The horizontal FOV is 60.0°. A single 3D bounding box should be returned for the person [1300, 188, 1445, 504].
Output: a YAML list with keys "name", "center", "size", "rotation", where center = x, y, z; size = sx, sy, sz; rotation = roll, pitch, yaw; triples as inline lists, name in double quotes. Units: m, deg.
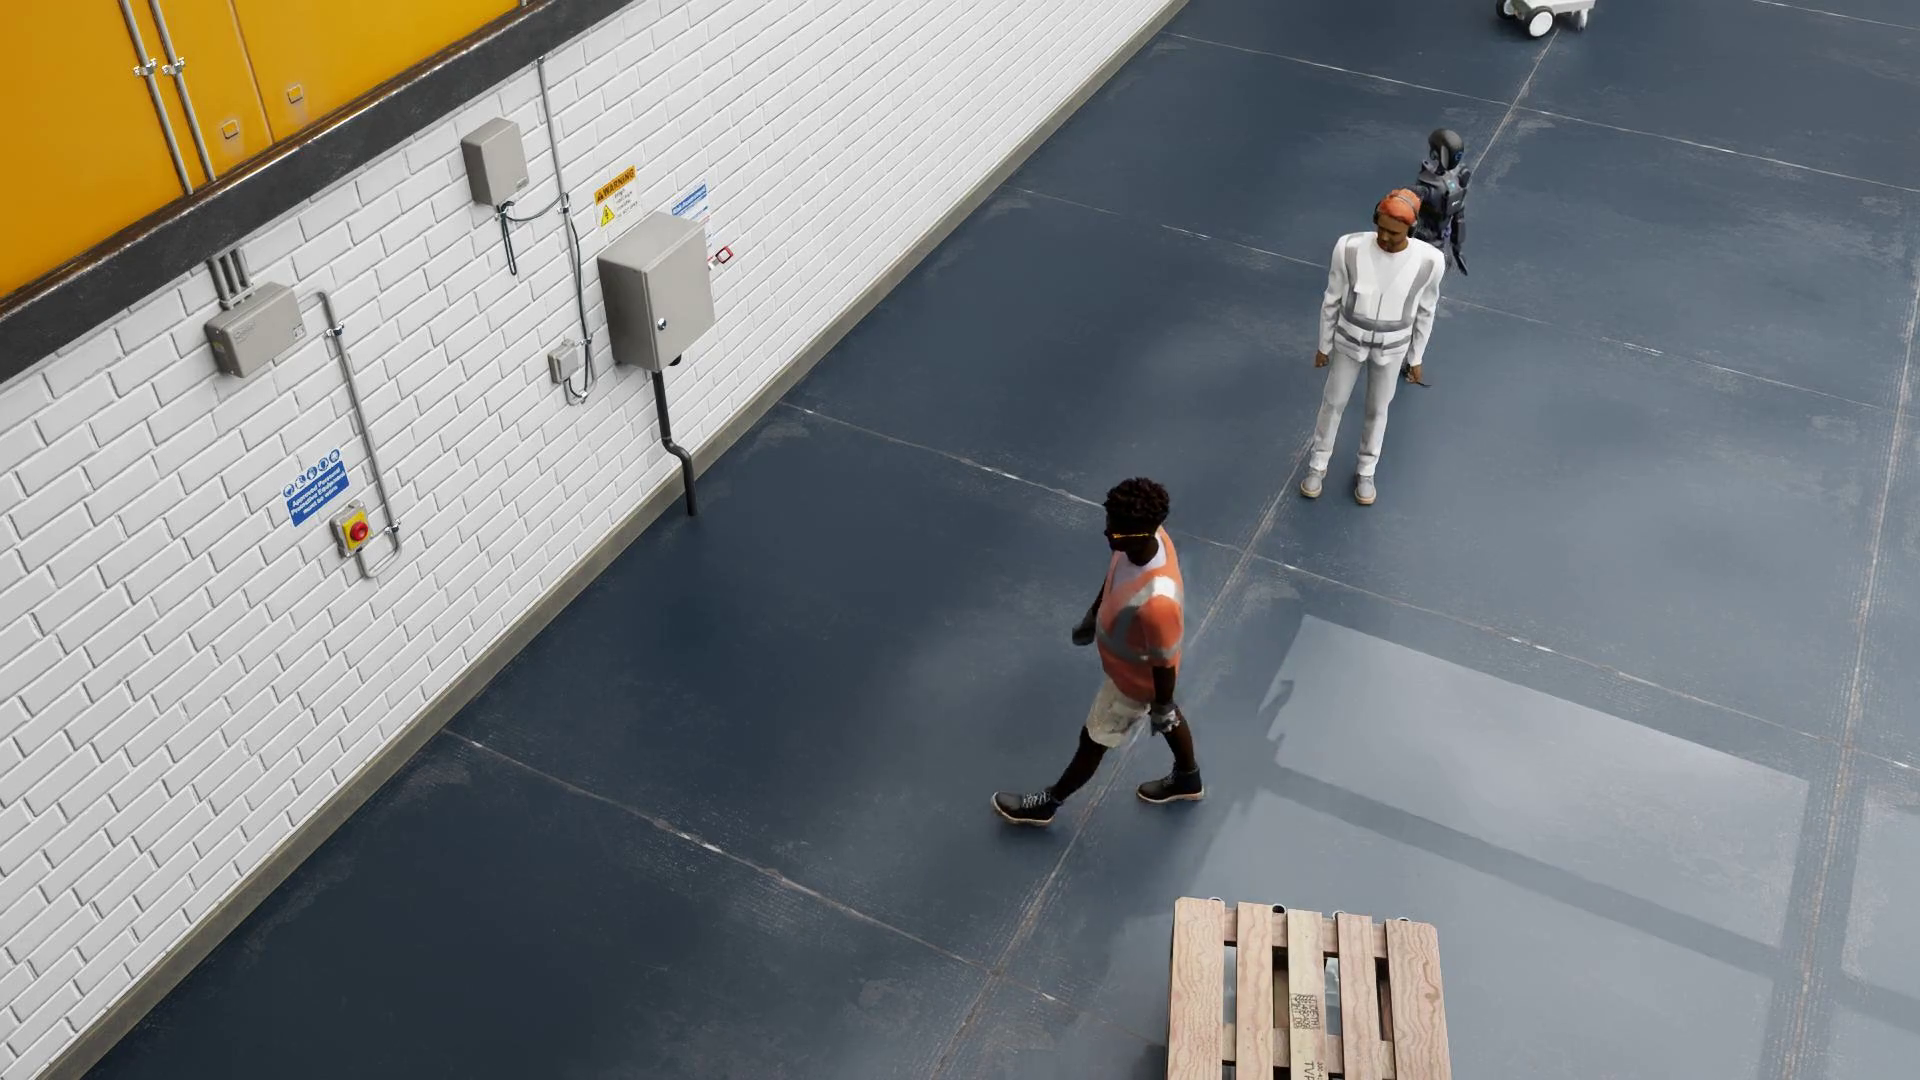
- name: "person"
  center: [2.167, -1.011, 8.773]
  size: [0.574, 1.885, 0.361]
  rotation: [10, 42, 11]

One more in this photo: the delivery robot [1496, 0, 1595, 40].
- name: "delivery robot"
  center: [4.918, -4.527, 13.879]
  size: [0.781, 0.610, 0.514]
  rotation: [-11, 42, -13]

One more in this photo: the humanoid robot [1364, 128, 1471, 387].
- name: "humanoid robot"
  center: [2.672, -1.667, 9.697]
  size: [0.589, 1.648, 0.491]
  rotation: [-29, 49, -29]

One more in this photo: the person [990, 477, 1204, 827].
- name: "person"
  center: [0.658, 0.497, 7.003]
  size: [1.007, 1.912, 0.609]
  rotation: [0, 41, 0]
